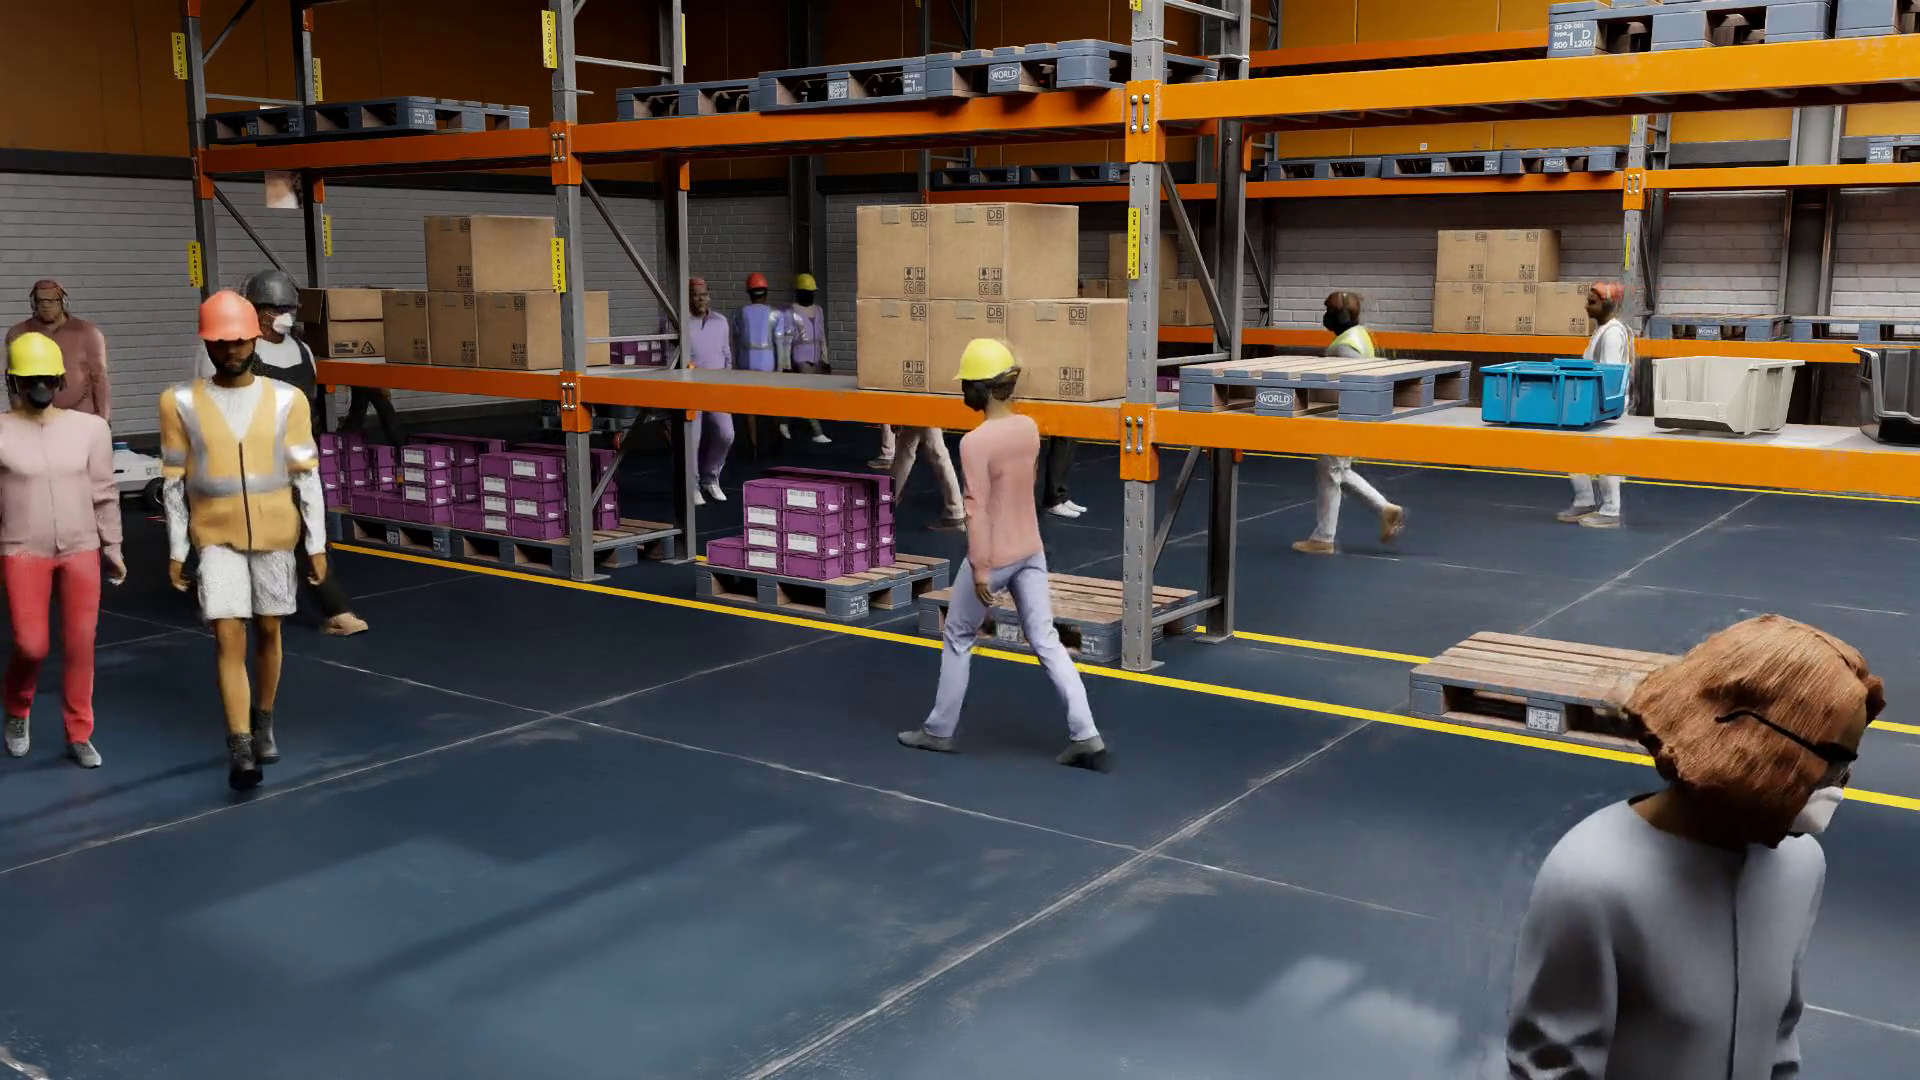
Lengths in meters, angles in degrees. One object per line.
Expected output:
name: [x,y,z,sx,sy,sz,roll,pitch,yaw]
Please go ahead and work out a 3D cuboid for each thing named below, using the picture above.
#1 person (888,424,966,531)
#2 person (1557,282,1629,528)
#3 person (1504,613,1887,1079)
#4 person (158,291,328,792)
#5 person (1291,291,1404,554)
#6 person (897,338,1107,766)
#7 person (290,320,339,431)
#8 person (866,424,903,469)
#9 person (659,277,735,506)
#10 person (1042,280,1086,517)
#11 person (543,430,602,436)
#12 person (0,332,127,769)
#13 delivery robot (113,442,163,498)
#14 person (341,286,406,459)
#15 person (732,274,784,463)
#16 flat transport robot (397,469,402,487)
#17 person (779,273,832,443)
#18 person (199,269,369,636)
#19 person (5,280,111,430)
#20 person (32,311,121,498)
person: [-0.409,-1.024,12.423,1.007,1.938,0.635,1,10,8]
person: [4.778,-1.012,12.594,0.608,1.860,0.606,2,10,10]
person: [0.822,0.859,2.182,0.558,1.606,0.546,-5,11,-27]
person: [-2.732,0.009,6.399,0.570,1.896,0.930,-5,11,-28]
person: [2.678,-0.795,11.415,0.661,1.825,0.638,4,10,20]
person: [0.193,0.057,6.657,0.911,1.724,0.534,8,12,38]
person: [-7.241,-1.929,18.721,0.523,1.637,0.310,-5,11,-25]
person: [-0.716,-1.690,16.238,0.390,1.995,0.613,6,11,32]
person: [-2.140,-1.214,13.726,0.668,1.888,0.451,-7,12,-37]
person: [0.792,-1.135,13.201,0.397,1.908,0.610,2,10,12]
person: [-4.430,-1.949,18.946,0.812,1.601,0.505,-7,12,-35]
person: [-3.593,0.055,6.572,0.423,1.752,0.534,9,13,44]
delivery robot: [-6.762,-0.548,13.442,0.707,0.478,0.477,-7,12,-38]
person: [-5.459,-1.458,15.487,0.991,1.786,0.514,-2,10,-12]
person: [-2.043,-1.755,16.990,0.538,1.880,0.951,0,10,-1]
flat transport robot: [-4.428,-0.506,14.312,1.431,0.197,0.652,-3,10,-18]
person: [-1.792,-2.046,18.664,0.900,1.896,0.587,6,11,34]
person: [-3.742,-0.492,8.969,1.031,2.000,0.694,6,11,33]
person: [-6.345,-0.881,11.742,0.645,1.893,0.424,-4,10,-23]
person: [-7.257,-1.059,13.456,0.816,1.667,0.531,0,10,1]
